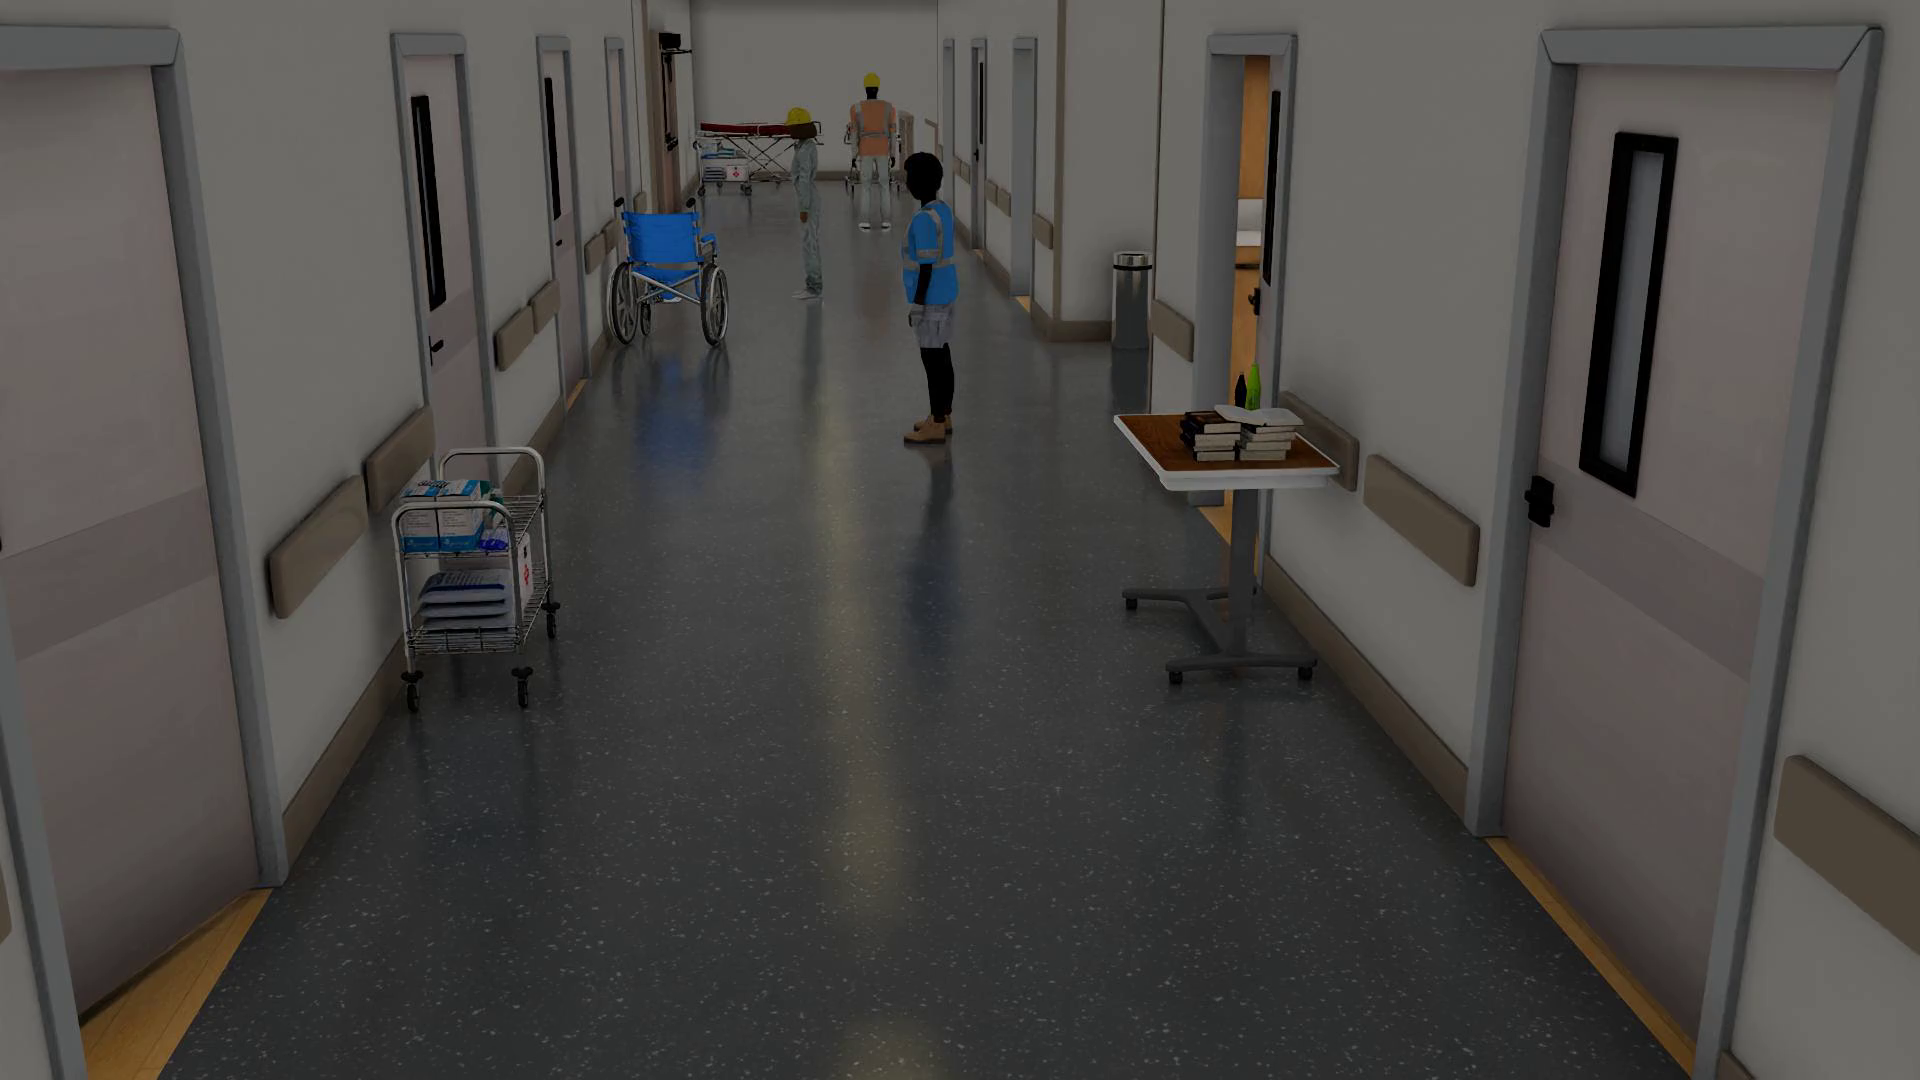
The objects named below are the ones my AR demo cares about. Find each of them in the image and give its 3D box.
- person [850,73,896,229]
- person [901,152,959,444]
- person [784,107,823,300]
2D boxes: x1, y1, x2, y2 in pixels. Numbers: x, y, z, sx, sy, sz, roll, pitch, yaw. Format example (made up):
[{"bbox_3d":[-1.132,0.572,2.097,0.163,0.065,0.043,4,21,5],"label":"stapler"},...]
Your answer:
[{"bbox_3d":[-1.105,-4.922,21.117,0.604,1.926,0.386,-3,17,-10],"label":"person"},{"bbox_3d":[-0.179,-1.410,9.759,0.320,1.692,0.531,4,17,12],"label":"person"},{"bbox_3d":[-1.435,-3.075,15.255,0.326,1.737,0.486,0,17,-1],"label":"person"}]
